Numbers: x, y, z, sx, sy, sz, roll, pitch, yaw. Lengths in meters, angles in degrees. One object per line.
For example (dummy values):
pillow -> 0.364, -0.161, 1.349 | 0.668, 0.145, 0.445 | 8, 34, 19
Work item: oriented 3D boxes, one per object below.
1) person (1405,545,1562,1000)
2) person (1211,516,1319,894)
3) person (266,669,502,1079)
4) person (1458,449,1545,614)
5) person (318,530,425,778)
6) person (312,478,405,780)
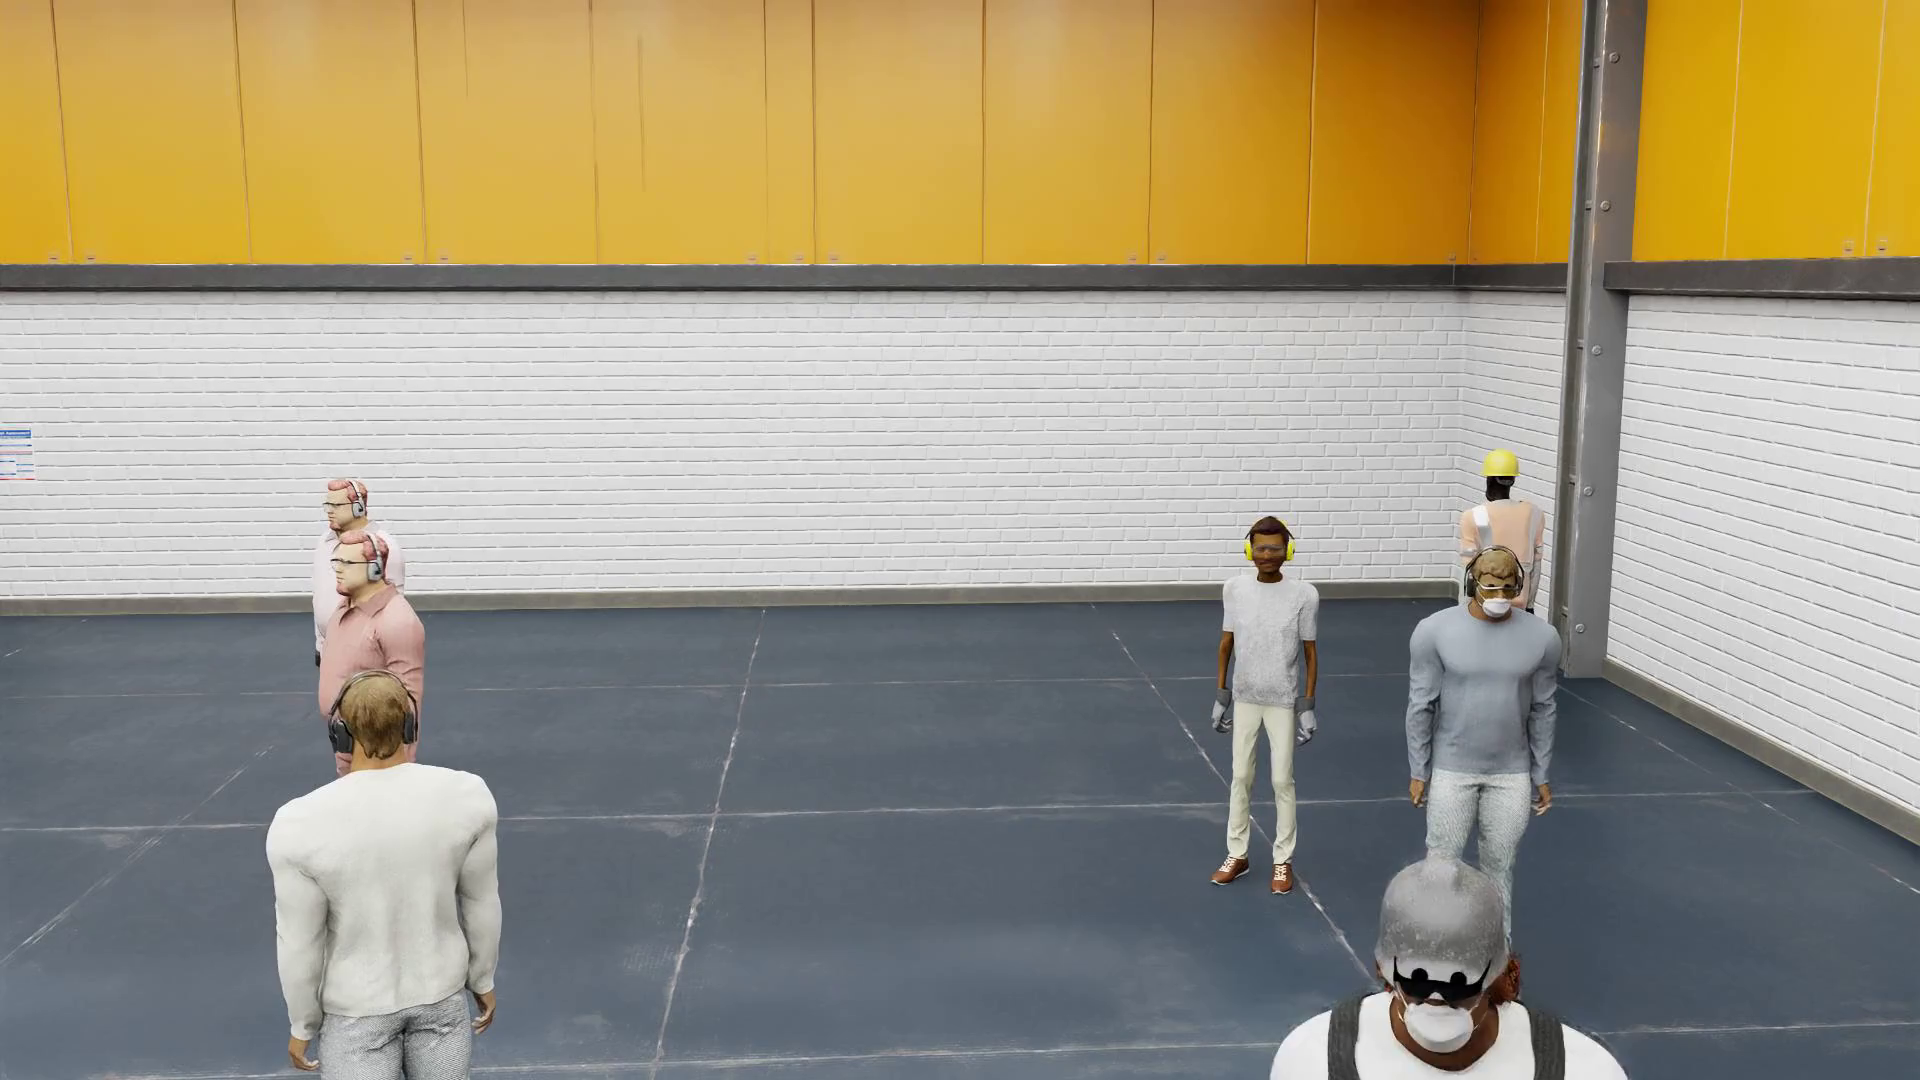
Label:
person -> 2.180, 0.970, 6.962 | 0.629, 1.936, 0.373 | 0, 9, 2
person -> 1.498, 0.804, 8.202 | 0.532, 1.870, 0.319 | 4, 10, 26
person -> -1.624, 1.317, 4.766 | 0.632, 1.940, 0.372 | -6, 11, -33
person -> 3.444, 0.380, 10.685 | 0.587, 1.928, 0.382 | -2, 9, -13
person -> -2.656, 0.900, 7.472 | 0.644, 1.913, 0.408 | 9, 12, 43
person -> -3.417, 0.600, 9.372 | 0.641, 1.909, 0.409 | 5, 10, 28
